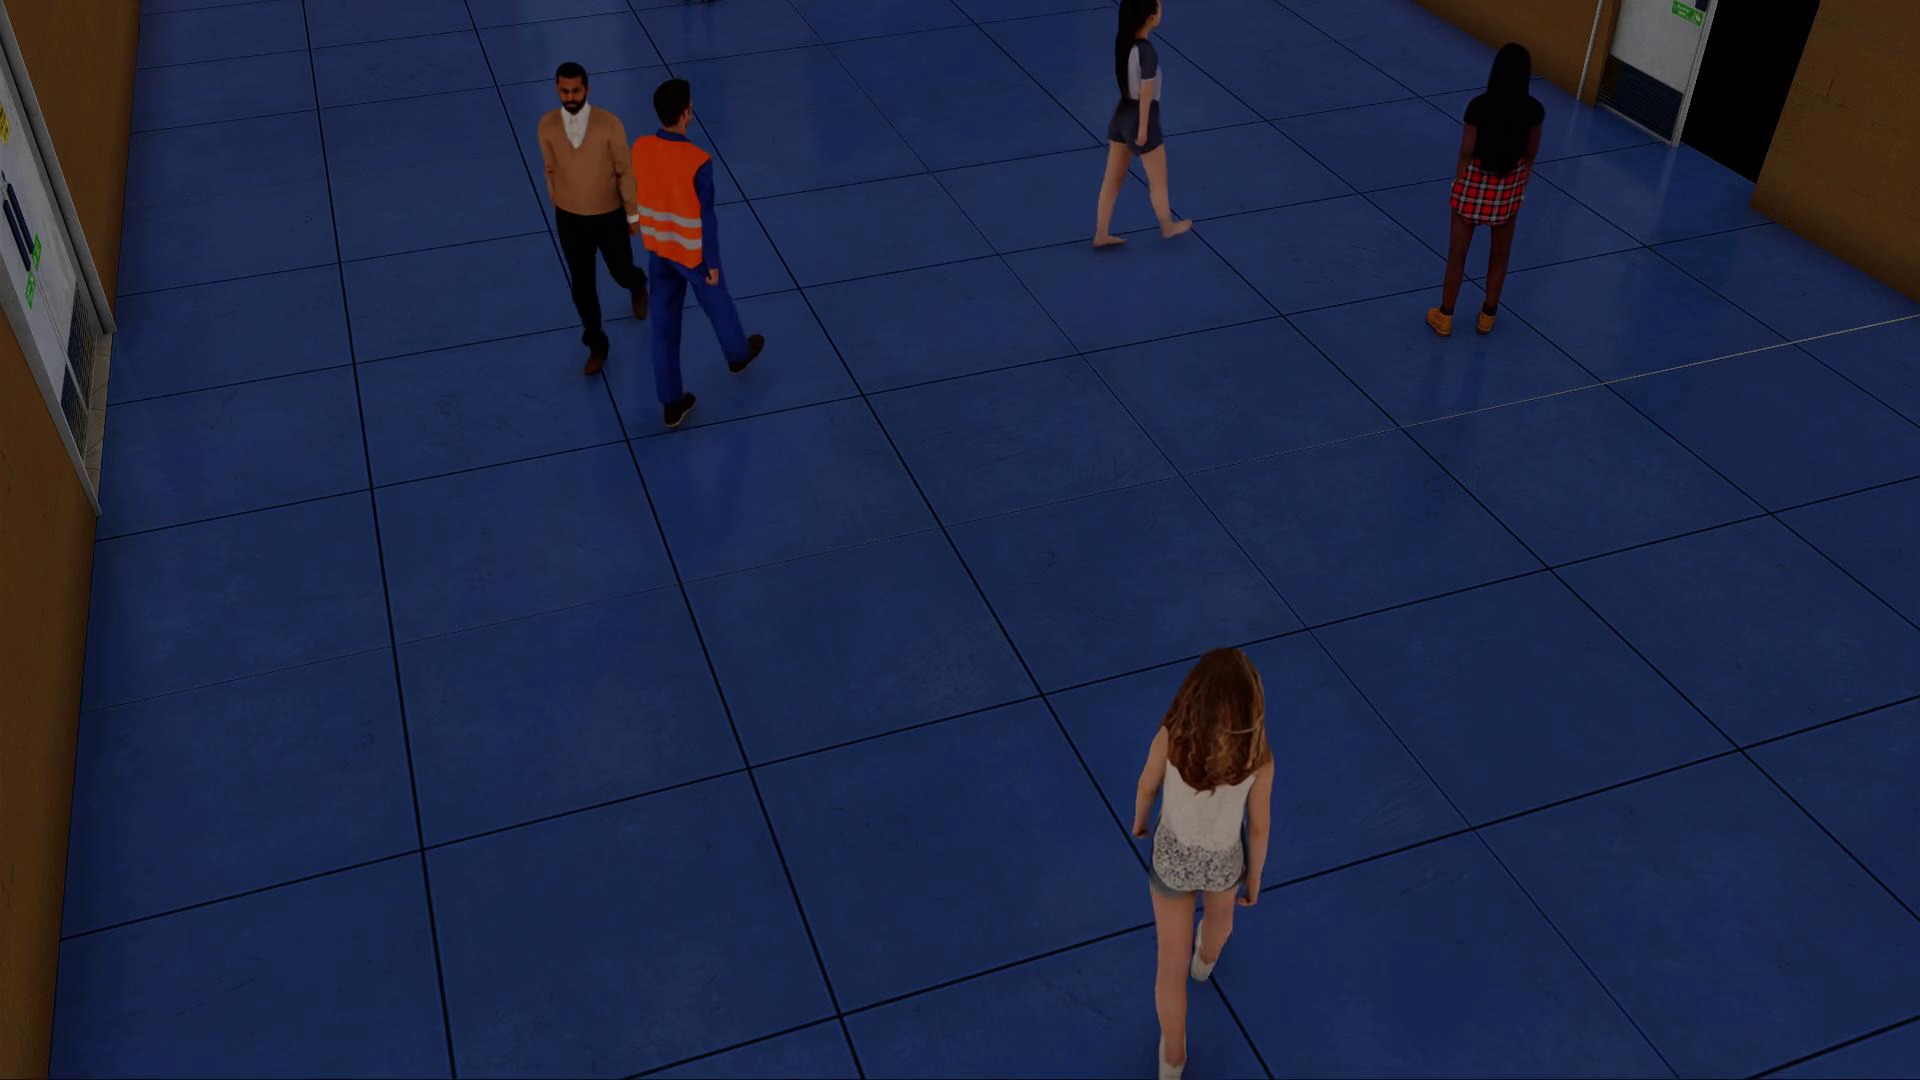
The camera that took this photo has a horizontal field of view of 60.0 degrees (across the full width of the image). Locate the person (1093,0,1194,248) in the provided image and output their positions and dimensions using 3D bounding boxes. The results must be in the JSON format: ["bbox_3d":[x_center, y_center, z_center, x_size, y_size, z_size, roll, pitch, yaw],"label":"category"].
[{"bbox_3d":[1.006,-2.539,10.294,0.923,1.625,0.677,-16,40,-21],"label":"person"}]

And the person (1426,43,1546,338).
[{"bbox_3d":[3.001,-1.969,9.448,0.641,1.728,0.746,0,37,0],"label":"person"}]

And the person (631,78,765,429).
[{"bbox_3d":[-1.502,-1.437,8.661,1.142,1.822,1.194,14,39,18],"label":"person"}]

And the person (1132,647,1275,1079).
[{"bbox_3d":[0.749,1.126,5.320,0.966,1.733,0.902,4,37,5],"label":"person"}]

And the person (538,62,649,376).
[{"bbox_3d":[-2.020,-1.843,9.275,1.110,1.734,0.991,2,37,3],"label":"person"}]
